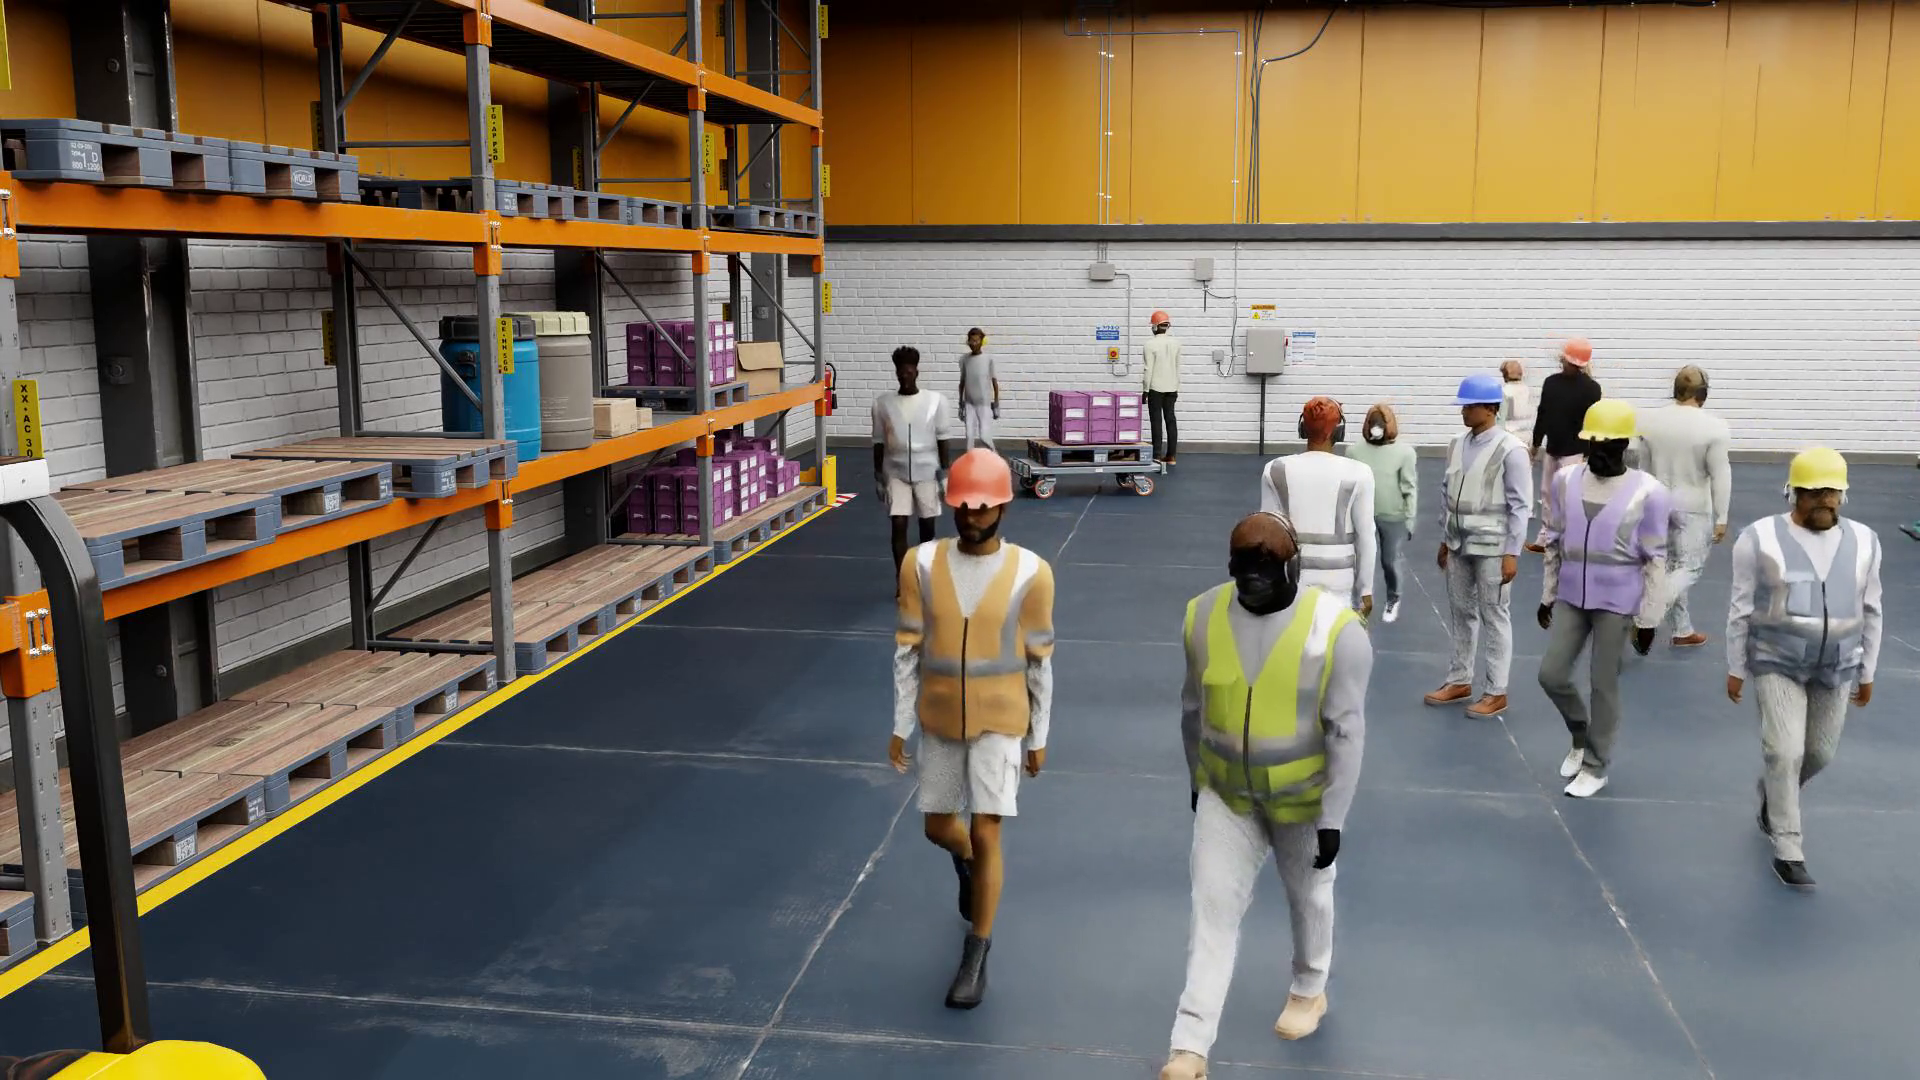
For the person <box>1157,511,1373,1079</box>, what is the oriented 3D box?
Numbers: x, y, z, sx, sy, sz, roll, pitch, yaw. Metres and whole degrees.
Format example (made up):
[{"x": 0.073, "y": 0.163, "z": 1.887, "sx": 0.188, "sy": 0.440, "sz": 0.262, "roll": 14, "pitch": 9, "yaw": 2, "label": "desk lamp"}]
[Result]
[{"x": 0.942, "y": 0.791, "z": 5.175, "sx": 0.628, "sy": 1.783, "sz": 0.993, "roll": 5, "pitch": 10, "yaw": 28, "label": "person"}]

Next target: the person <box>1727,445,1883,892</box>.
[{"x": 3.509, "y": 0.488, "z": 6.965, "sx": 0.599, "sy": 1.810, "sz": 0.779, "roll": 1, "pitch": 9, "yaw": 6, "label": "person"}]

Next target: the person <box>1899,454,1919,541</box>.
[{"x": 8.850, "y": -0.778, "z": 14.982, "sx": 0.551, "sy": 1.721, "sz": 0.870, "roll": -4, "pitch": 10, "yaw": -24, "label": "person"}]

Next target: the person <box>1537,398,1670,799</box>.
[{"x": 3.017, "y": 0.281, "z": 7.894, "sx": 0.406, "sy": 1.912, "sz": 0.624, "roll": -8, "pitch": 12, "yaw": -41, "label": "person"}]

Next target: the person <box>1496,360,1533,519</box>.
[{"x": 5.548, "y": -1.027, "z": 16.963, "sx": 0.501, "sy": 1.598, "sz": 0.828, "roll": -5, "pitch": 10, "yaw": -28, "label": "person"}]

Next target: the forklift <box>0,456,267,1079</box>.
[{"x": -2.328, "y": 0.975, "z": 2.765, "sx": 2.313, "sy": 2.155, "sz": 1.214, "roll": 1, "pitch": 9, "yaw": 9, "label": "forklift"}]

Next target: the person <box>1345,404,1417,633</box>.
[{"x": 2.931, "y": -0.161, "z": 11.594, "sx": 0.507, "sy": 1.605, "sz": 0.795, "roll": 4, "pitch": 10, "yaw": 24, "label": "person"}]

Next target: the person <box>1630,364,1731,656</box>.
[{"x": 4.640, "y": -0.182, "z": 10.794, "sx": 0.864, "sy": 1.913, "sz": 0.640, "roll": -6, "pitch": 11, "yaw": -32, "label": "person"}]

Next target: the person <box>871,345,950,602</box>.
[{"x": -0.374, "y": -0.528, "z": 12.772, "sx": 0.615, "sy": 1.948, "sz": 0.696, "roll": 0, "pitch": 9, "yaw": 0, "label": "person"}]

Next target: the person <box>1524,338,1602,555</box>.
[{"x": 5.195, "y": -0.781, "z": 14.417, "sx": 0.366, "sy": 1.947, "sz": 0.836, "roll": -3, "pitch": 10, "yaw": -16, "label": "person"}]

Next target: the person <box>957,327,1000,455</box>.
[{"x": 0.248, "y": -1.630, "z": 19.926, "sx": 0.501, "sy": 1.854, "sz": 0.579, "roll": 4, "pitch": 10, "yaw": 24, "label": "person"}]

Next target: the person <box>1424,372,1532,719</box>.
[{"x": 2.917, "y": 0.025, "z": 9.377, "sx": 0.404, "sy": 1.945, "sz": 0.615, "roll": -4, "pitch": 10, "yaw": -25, "label": "person"}]

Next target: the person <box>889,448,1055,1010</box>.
[{"x": 0.061, "y": 0.610, "z": 5.887, "sx": 0.566, "sy": 1.919, "sz": 0.771, "roll": 2, "pitch": 9, "yaw": 12, "label": "person"}]

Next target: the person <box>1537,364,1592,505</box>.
[{"x": 6.481, "y": -1.072, "z": 17.290, "sx": 0.534, "sy": 1.578, "sz": 0.872, "roll": -6, "pitch": 11, "yaw": -33, "label": "person"}]

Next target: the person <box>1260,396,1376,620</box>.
[{"x": 1.793, "y": 0.218, "z": 8.383, "sx": 0.585, "sy": 1.882, "sz": 0.337, "roll": 4, "pitch": 10, "yaw": 22, "label": "person"}]

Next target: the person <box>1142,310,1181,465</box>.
[{"x": 2.568, "y": -1.944, "z": 21.379, "sx": 0.612, "sy": 1.995, "sz": 0.392, "roll": -6, "pitch": 11, "yaw": -34, "label": "person"}]
